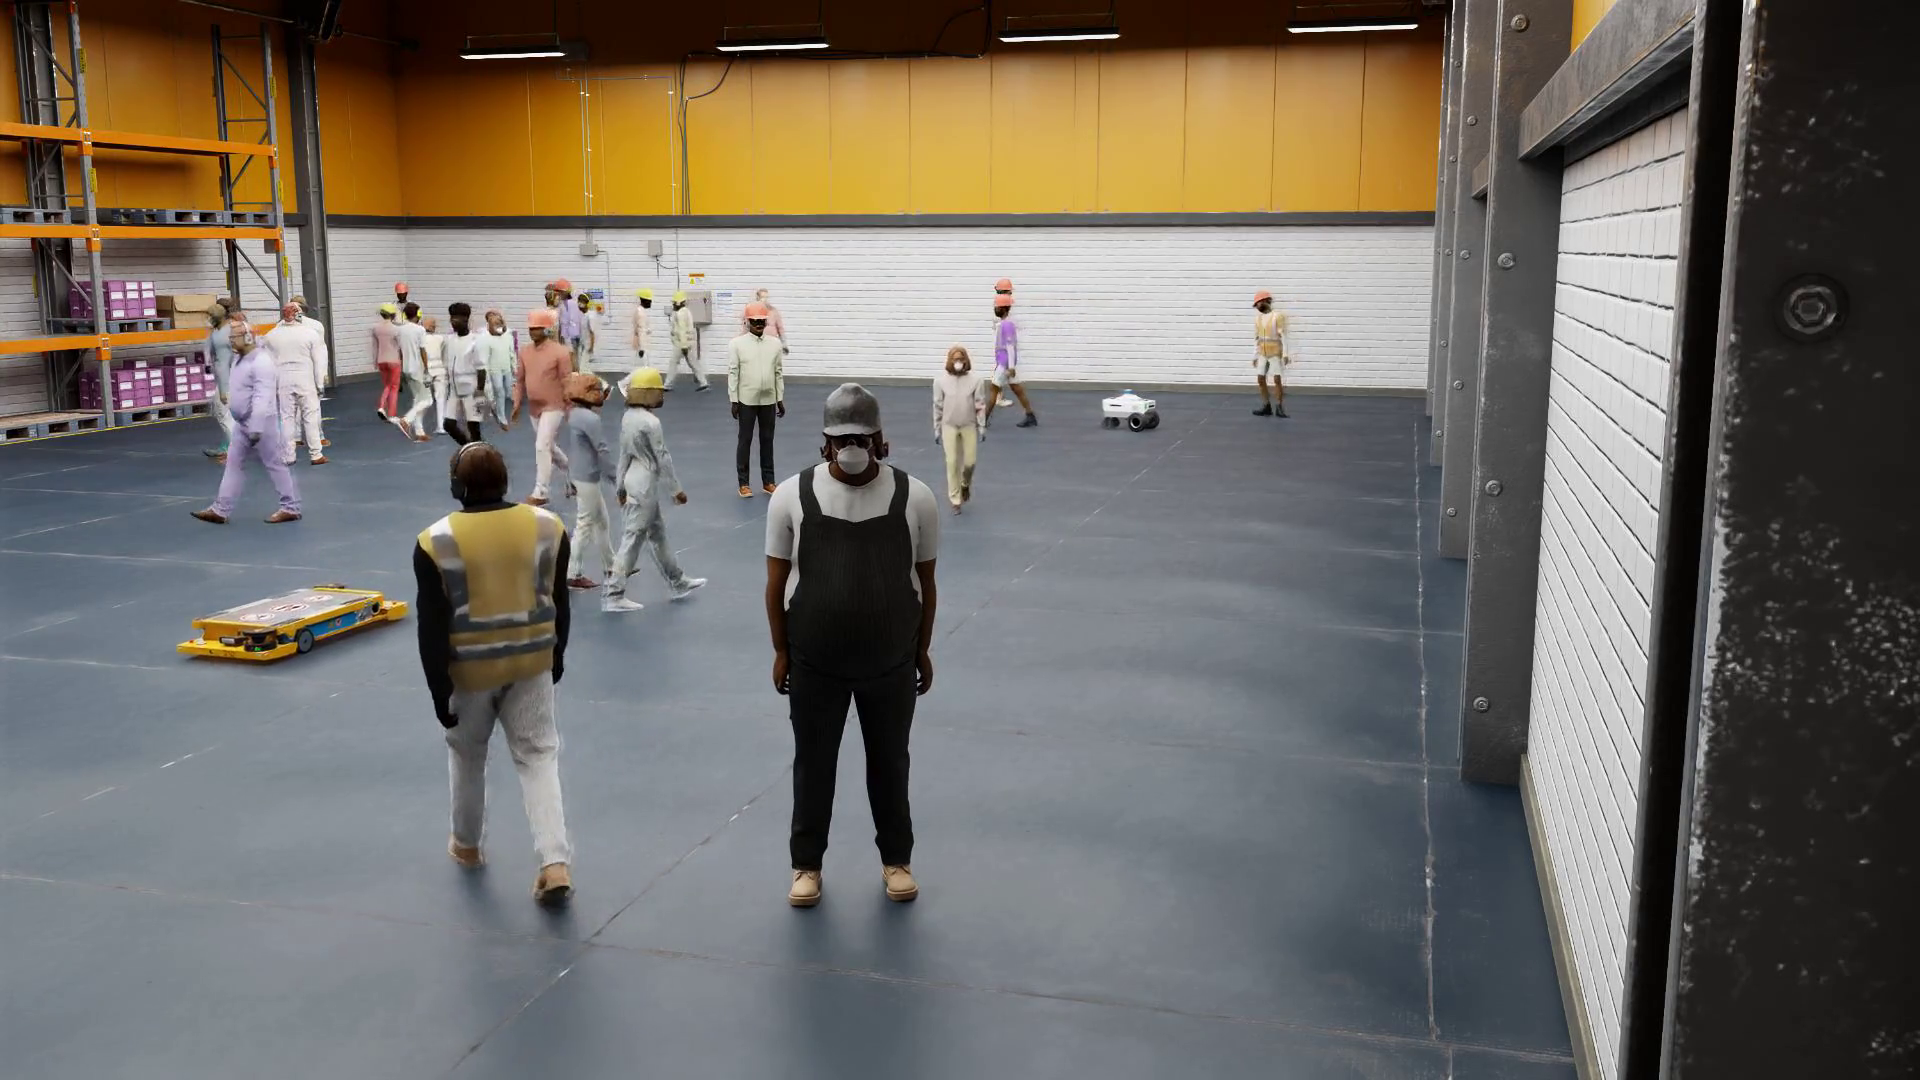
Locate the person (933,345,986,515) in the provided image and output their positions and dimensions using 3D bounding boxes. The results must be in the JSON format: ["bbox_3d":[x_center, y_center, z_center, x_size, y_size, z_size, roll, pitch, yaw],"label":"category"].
[{"bbox_3d":[-0.010,-1.069,15.982,0.514,1.617,0.493,0,10,-3],"label":"person"}]

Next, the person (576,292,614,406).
[{"bbox_3d":[-5.915,-3.049,26.601,0.626,1.827,0.599,-4,11,-24],"label":"person"}]

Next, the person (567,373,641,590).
[{"bbox_3d":[-2.683,-0.438,12.454,0.660,1.610,0.518,-5,11,-27],"label":"person"}]

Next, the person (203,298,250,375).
[{"bbox_3d":[-10.365,-2.490,23.467,0.664,1.815,0.759,1,10,3],"label":"person"}]

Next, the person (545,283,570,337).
[{"bbox_3d":[-7.319,-3.715,30.227,0.997,1.875,0.646,-8,13,-38],"label":"person"}]

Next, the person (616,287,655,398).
[{"bbox_3d":[-5.320,-3.243,27.528,0.664,1.897,0.596,-2,10,-9],"label":"person"}]

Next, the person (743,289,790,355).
[{"bbox_3d":[-3.136,-3.129,26.990,0.664,1.860,0.998,-7,12,-35],"label":"person"}]

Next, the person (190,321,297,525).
[{"bbox_3d":[-6.543,-1.044,15.149,0.679,1.860,0.952,10,14,43],"label":"person"}]

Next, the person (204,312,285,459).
[{"bbox_3d":[-8.483,-1.819,19.774,0.577,1.779,1.018,9,13,40],"label":"person"}]

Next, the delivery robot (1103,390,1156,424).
[{"bbox_3d":[2.352,-1.853,23.181,0.707,0.478,0.477,6,12,31],"label":"delivery robot"}]

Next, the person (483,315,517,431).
[{"bbox_3d":[-6.427,-2.323,23.111,0.531,1.610,0.512,8,13,40],"label":"person"}]

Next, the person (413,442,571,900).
[{"bbox_3d":[-1.816,0.507,6.575,0.624,1.803,0.945,-5,11,-28],"label":"person"}]

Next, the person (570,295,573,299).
[{"bbox_3d":[-7.437,-3.751,31.094,0.645,1.664,0.569,3,10,15],"label":"person"}]

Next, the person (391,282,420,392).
[{"bbox_3d":[-9.725,-3.541,29.103,0.551,1.932,0.378,-2,10,-8],"label":"person"}]

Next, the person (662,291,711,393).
[{"bbox_3d":[-4.808,-3.425,28.903,0.965,1.781,0.604,1,10,5],"label":"person"}]

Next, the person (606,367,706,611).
[{"bbox_3d":[-2.166,-0.360,11.755,0.847,1.701,0.486,-6,12,-30],"label":"person"}]

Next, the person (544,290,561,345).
[{"bbox_3d":[-6.584,-3.096,26.843,0.325,1.842,0.513,-7,12,-35],"label":"person"}]

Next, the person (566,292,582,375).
[{"bbox_3d":[-7.150,-3.746,30.440,0.863,1.871,0.656,8,13,37],"label":"person"}]

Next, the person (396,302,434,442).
[{"bbox_3d":[-7.136,-2.177,21.661,0.531,1.844,0.530,7,12,33],"label":"person"}]

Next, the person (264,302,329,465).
[{"bbox_3d":[-7.742,-1.818,19.438,0.642,1.905,0.401,0,10,-3],"label":"person"}]

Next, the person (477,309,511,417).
[{"bbox_3d":[-6.868,-2.588,24.553,0.540,1.623,0.372,0,10,-2],"label":"person"}]

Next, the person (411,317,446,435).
[{"bbox_3d":[-7.273,-2.251,22.753,0.512,1.592,0.863,-8,13,-37],"label":"person"}]

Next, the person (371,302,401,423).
[{"bbox_3d":[-8.233,-2.566,24.085,0.535,1.751,0.364,4,11,20],"label":"person"}]

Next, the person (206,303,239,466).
[{"bbox_3d":[-8.490,-1.789,19.292,0.426,1.904,0.700,-1,10,-4],"label":"person"}]

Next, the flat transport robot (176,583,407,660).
[{"bbox_3d":[-4.319,0.516,10.838,0.652,0.197,1.431,3,11,17],"label":"flat transport robot"}]

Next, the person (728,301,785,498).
[{"bbox_3d":[-2.074,-1.437,17.015,0.612,1.995,0.379,-6,12,-31],"label":"person"}]

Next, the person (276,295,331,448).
[{"bbox_3d":[-8.319,-2.128,21.087,0.635,1.938,0.362,0,10,1],"label":"person"}]

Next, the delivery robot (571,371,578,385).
[{"bbox_3d":[-6.853,-2.743,28.224,0.707,0.478,0.477,0,10,1],"label":"delivery robot"}]

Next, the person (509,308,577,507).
[{"bbox_3d":[-4.063,-1.321,16.487,0.606,1.962,0.937,6,12,32],"label":"person"}]

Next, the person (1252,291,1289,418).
[{"bbox_3d":[4.688,-2.772,24.936,0.343,1.896,0.675,-9,13,-41],"label":"person"}]

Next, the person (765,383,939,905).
[{"bbox_3d":[-0.404,0.409,6.436,0.683,2.000,0.538,-1,10,-8],"label":"person"}]

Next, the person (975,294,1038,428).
[{"bbox_3d":[0.631,-2.508,23.394,1.019,1.887,0.561,0,10,1],"label":"person"}]

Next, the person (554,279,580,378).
[{"bbox_3d":[-7.111,-3.677,29.769,1.038,1.964,0.680,2,10,10],"label":"person"}]

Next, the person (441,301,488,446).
[{"bbox_3d":[-5.421,-1.625,18.191,0.639,1.951,0.421,6,12,30],"label":"person"}]

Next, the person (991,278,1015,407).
[{"bbox_3d":[0.694,-3.157,26.619,0.379,2.045,0.605,1,10,7],"label":"person"}]
